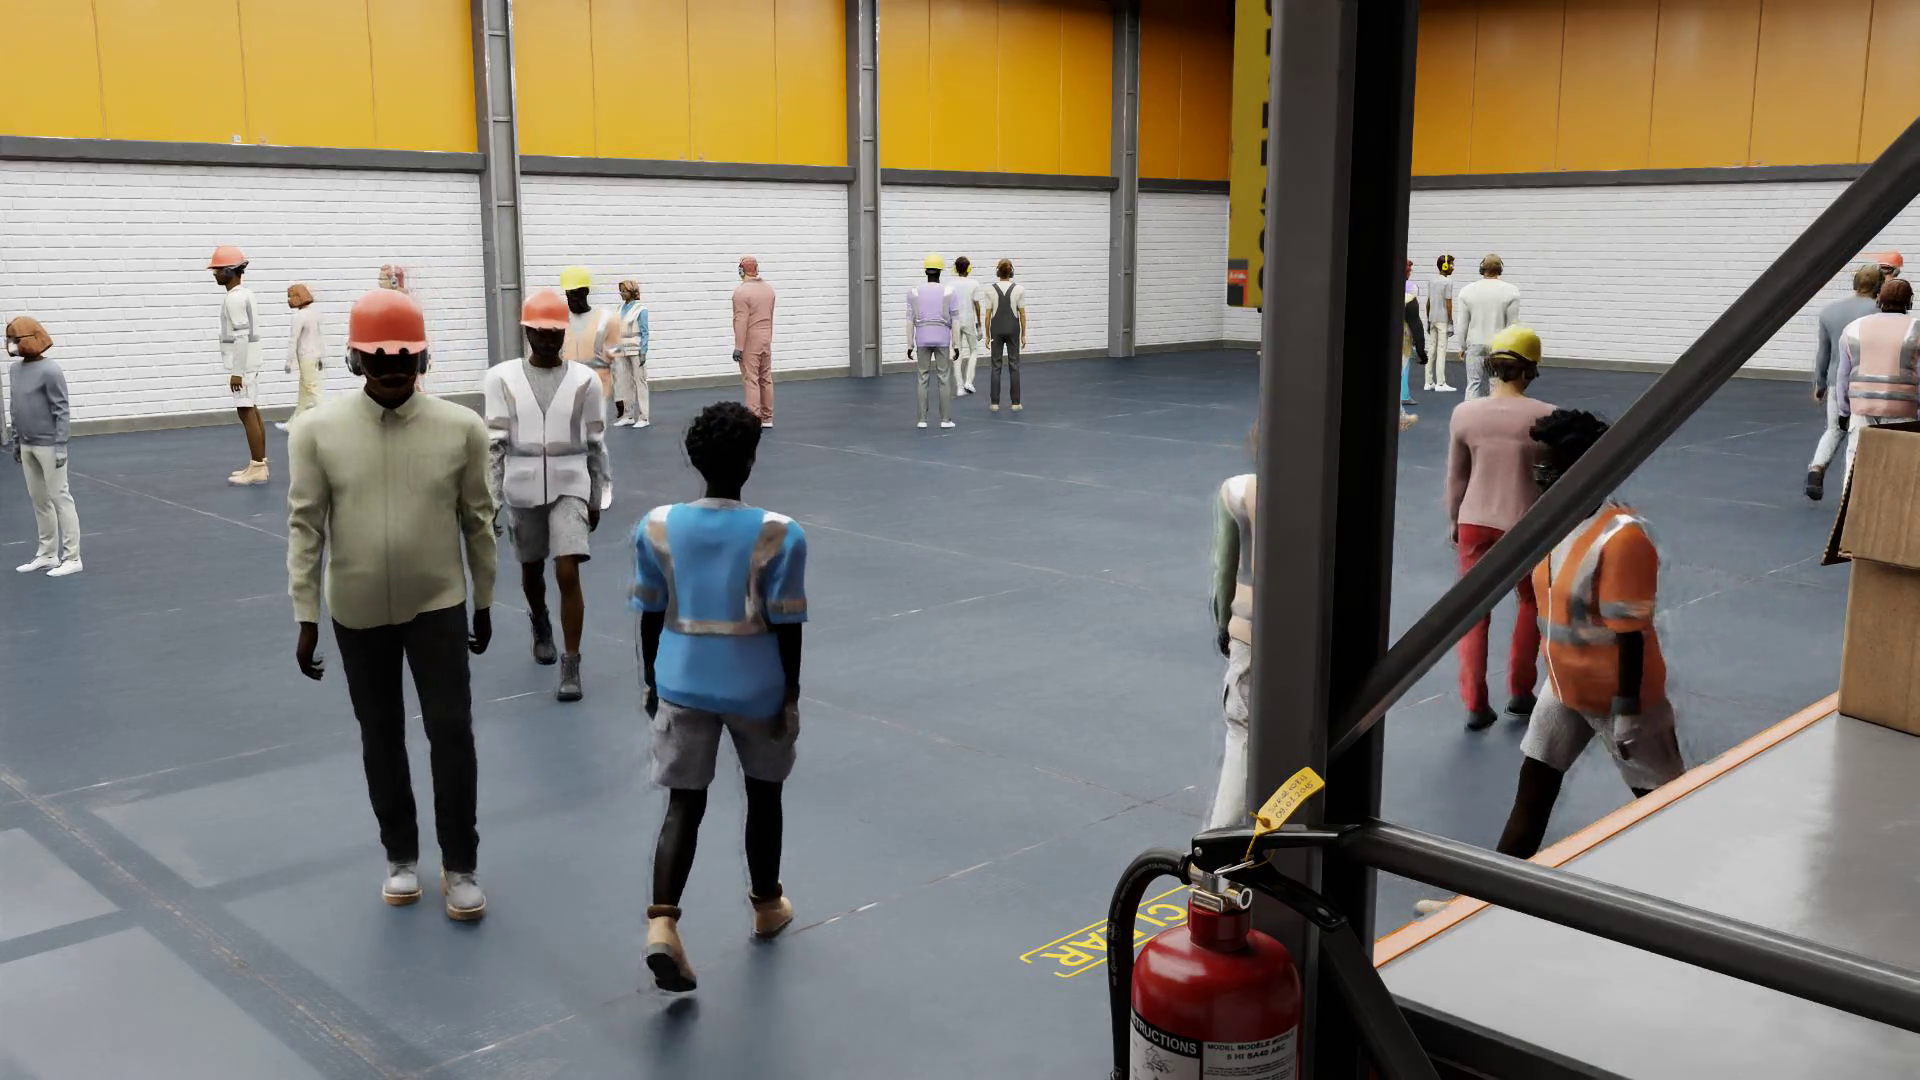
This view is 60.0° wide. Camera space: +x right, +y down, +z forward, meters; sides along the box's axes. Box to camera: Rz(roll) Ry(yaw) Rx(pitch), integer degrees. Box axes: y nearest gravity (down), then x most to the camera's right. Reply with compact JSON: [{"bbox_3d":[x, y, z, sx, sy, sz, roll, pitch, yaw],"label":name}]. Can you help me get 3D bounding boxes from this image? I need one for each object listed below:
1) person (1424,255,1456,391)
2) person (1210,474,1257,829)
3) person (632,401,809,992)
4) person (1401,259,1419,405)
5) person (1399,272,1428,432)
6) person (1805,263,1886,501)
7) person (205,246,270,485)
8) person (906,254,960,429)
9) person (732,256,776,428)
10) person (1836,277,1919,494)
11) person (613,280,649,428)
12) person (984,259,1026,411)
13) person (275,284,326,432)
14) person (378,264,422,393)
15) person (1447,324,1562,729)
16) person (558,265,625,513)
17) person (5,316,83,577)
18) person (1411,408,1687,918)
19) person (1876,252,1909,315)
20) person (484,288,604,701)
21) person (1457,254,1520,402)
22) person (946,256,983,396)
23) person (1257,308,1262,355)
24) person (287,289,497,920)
[{"bbox_3d":[6.604,-2.973,22.844,0.333,1.864,0.520,-4,11,-20],"label":"person"},{"bbox_3d":[1.055,0.337,5.488,0.513,1.606,0.805,4,11,22],"label":"person"},{"bbox_3d":[-0.702,0.442,4.767,0.536,1.673,0.774,2,11,10],"label":"person"},{"bbox_3d":[5.518,-2.613,20.947,0.389,1.837,0.563,-9,13,-39],"label":"person"},{"bbox_3d":[4.675,-2.008,17.767,0.960,1.790,0.630,-7,12,-33],"label":"person"},{"bbox_3d":[7.002,-1.204,13.049,0.675,1.918,0.639,-8,13,-37],"label":"person"},{"bbox_3d":[-6.193,-1.489,14.258,0.391,2.040,0.615,-3,11,-15],"label":"person"},{"bbox_3d":[-0.296,-2.186,18.377,0.594,1.924,0.383,1,10,5],"label":"person"},{"bbox_3d":[-2.288,-2.142,18.207,0.401,1.904,0.641,6,12,29],"label":"person"},{"bbox_3d":[6.393,-0.881,11.485,0.429,1.846,0.633,-9,14,-41],"label":"person"},{"bbox_3d":[-3.649,-2.064,18.489,0.514,1.642,0.310,8,13,39],"label":"person"},{"bbox_3d":[0.548,-2.480,20.202,0.507,1.846,0.345,1,10,3],"label":"person"},{"bbox_3d":[-7.041,-1.907,17.705,0.694,1.599,0.525,0,10,1],"label":"person"},{"bbox_3d":[-5.253,-1.664,15.693,0.951,1.866,0.653,-5,11,-25],"label":"person"},{"bbox_3d":[2.401,-0.063,7.262,0.552,1.742,0.621,8,13,37],"label":"person"},{"bbox_3d":[-2.868,-1.127,12.646,0.607,1.908,0.420,2,11,10],"label":"person"},{"bbox_3d":[-5.781,-0.586,10.453,0.507,1.631,0.268,6,12,29],"label":"person"},{"bbox_3d":[1.863,0.430,4.864,0.851,1.641,0.556,-2,11,-10],"label":"person"},{"bbox_3d":[10.687,-2.371,19.338,0.999,1.951,0.626,-7,12,-33],"label":"person"},{"bbox_3d":[-1.963,-0.251,7.921,0.547,1.903,0.941,-2,11,-12],"label":"person"},{"bbox_3d":[5.522,-2.015,17.411,0.631,1.940,0.369,5,11,24],"label":"person"},{"bbox_3d":[0.059,-2.855,22.243,0.564,1.843,0.527,3,11,15],"label":"person"},{"bbox_3d":[5.559,-4.218,29.691,0.627,1.844,0.429,-6,12,-30],"label":"person"},{"bbox_3d":[-1.743,0.221,5.151,0.620,1.968,0.688,-3,11,-17],"label":"person"}]
